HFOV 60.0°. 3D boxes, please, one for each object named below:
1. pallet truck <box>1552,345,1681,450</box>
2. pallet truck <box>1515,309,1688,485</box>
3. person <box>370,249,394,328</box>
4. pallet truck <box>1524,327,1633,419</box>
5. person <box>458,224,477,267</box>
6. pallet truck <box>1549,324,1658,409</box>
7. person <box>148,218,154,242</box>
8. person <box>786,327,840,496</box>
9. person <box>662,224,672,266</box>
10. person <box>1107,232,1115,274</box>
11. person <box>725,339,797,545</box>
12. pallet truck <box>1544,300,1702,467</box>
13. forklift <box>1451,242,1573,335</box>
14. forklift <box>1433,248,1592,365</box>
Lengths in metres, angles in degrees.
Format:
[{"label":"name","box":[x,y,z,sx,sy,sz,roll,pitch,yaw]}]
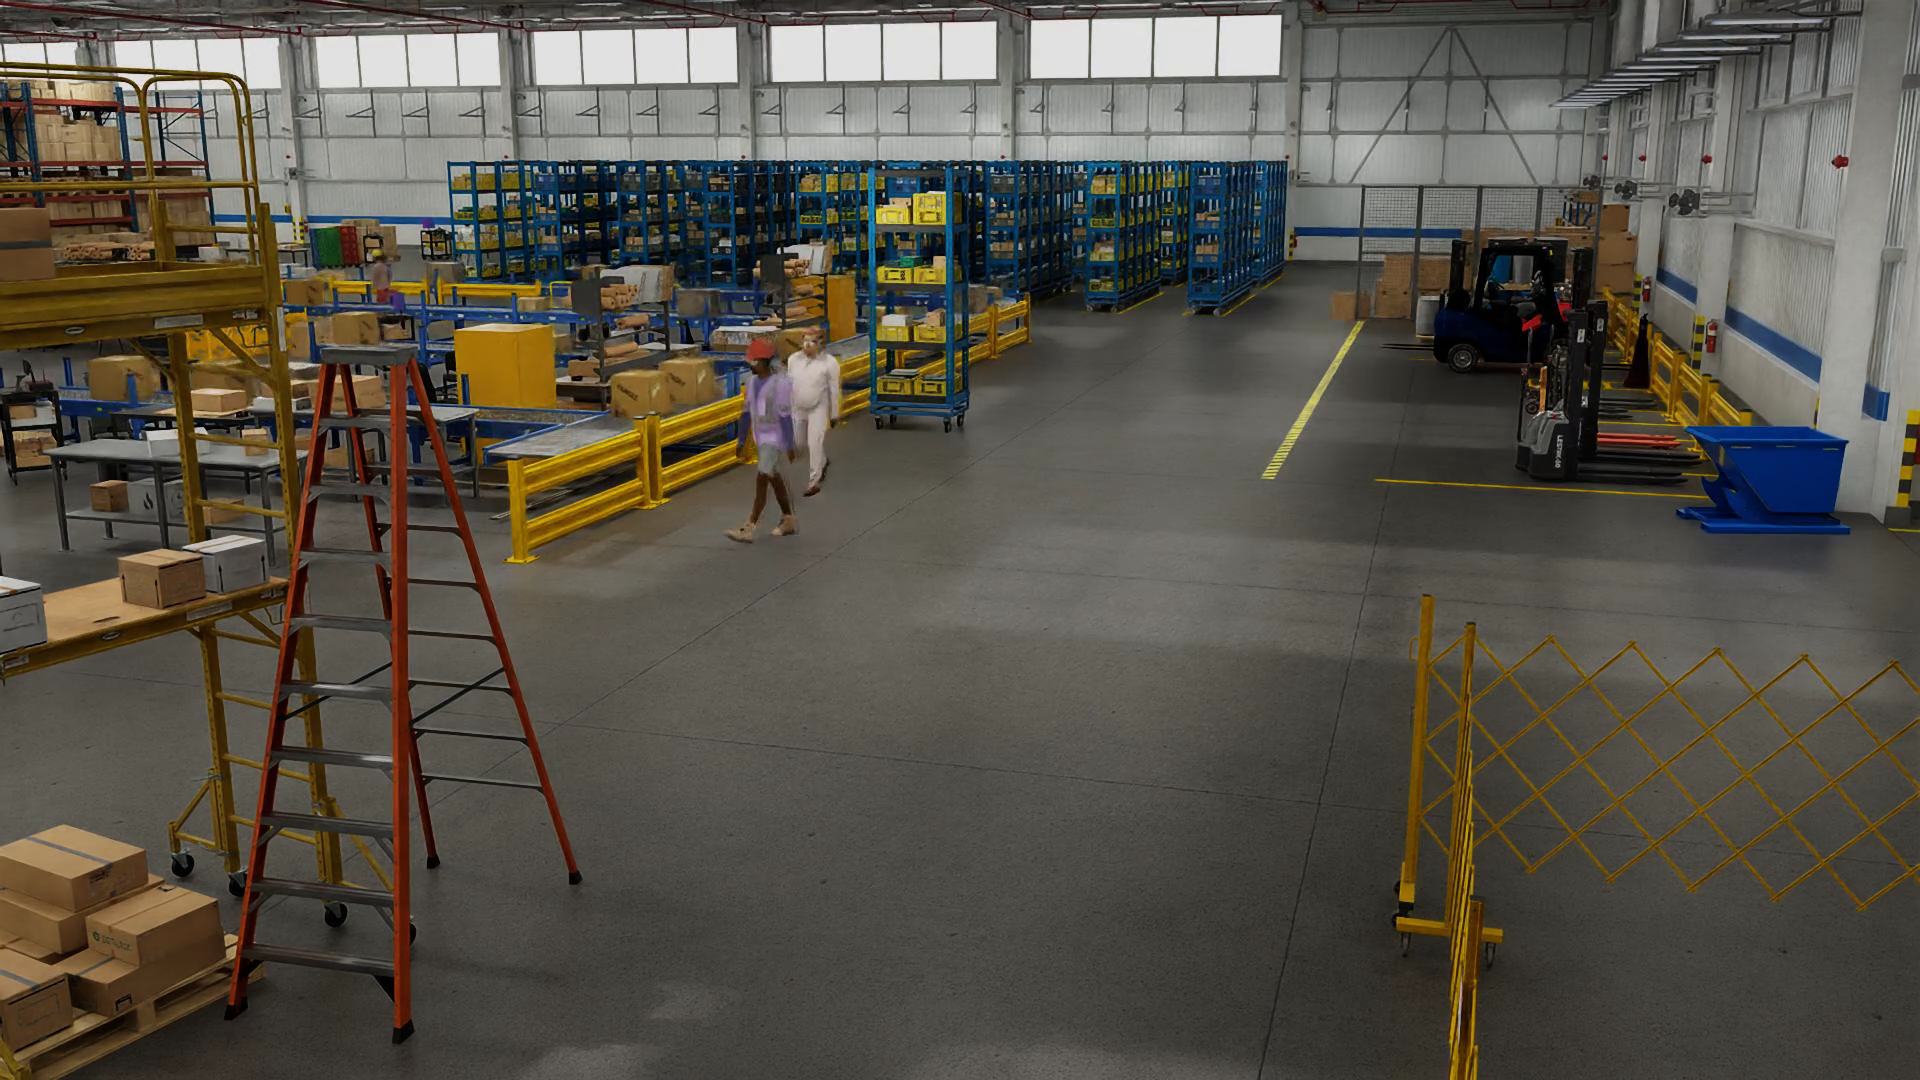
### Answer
[{"label":"pallet truck","box":[8.641,-1.896,21.908,1.630,1.274,0.653,4,14,16]},{"label":"pallet truck","box":[7.554,-1.677,19.446,1.885,1.965,0.823,3,13,14]},{"label":"person","box":[-12.822,-5.505,36.551,0.786,1.738,0.534,1,13,3]},{"label":"pallet truck","box":[9.065,-2.460,24.370,1.522,1.261,0.704,3,13,14]},{"label":"person","box":[-14.727,-8.705,49.903,0.605,1.950,0.380,-2,13,-7]},{"label":"pallet truck","box":[9.824,-2.669,25.407,1.601,1.201,0.680,4,14,16]},{"label":"person","box":[-24.231,-8.800,50.218,0.382,1.995,0.612,-1,13,-5]},{"label":"person","box":[-1.650,-1.483,18.859,0.652,1.881,0.733,6,14,24]},{"label":"person","box":[-9.117,-8.915,51.139,0.757,1.810,0.597,2,13,9]},{"label":"person","box":[4.383,-8.235,48.123,0.444,1.839,0.596,4,14,16]},{"label":"person","box":[-1.990,-0.958,16.335,1.000,1.994,0.633,-11,17,-39]},{"label":"pallet truck","box":[8.263,-1.952,20.631,1.885,1.965,0.823,5,14,20]},{"label":"forklift","box":[10.464,-4.597,31.405,2.680,1.987,1.157,4,14,16]},{"label":"forklift","box":[9.780,-4.111,29.280,2.680,1.987,1.157,3,13,14]}]
